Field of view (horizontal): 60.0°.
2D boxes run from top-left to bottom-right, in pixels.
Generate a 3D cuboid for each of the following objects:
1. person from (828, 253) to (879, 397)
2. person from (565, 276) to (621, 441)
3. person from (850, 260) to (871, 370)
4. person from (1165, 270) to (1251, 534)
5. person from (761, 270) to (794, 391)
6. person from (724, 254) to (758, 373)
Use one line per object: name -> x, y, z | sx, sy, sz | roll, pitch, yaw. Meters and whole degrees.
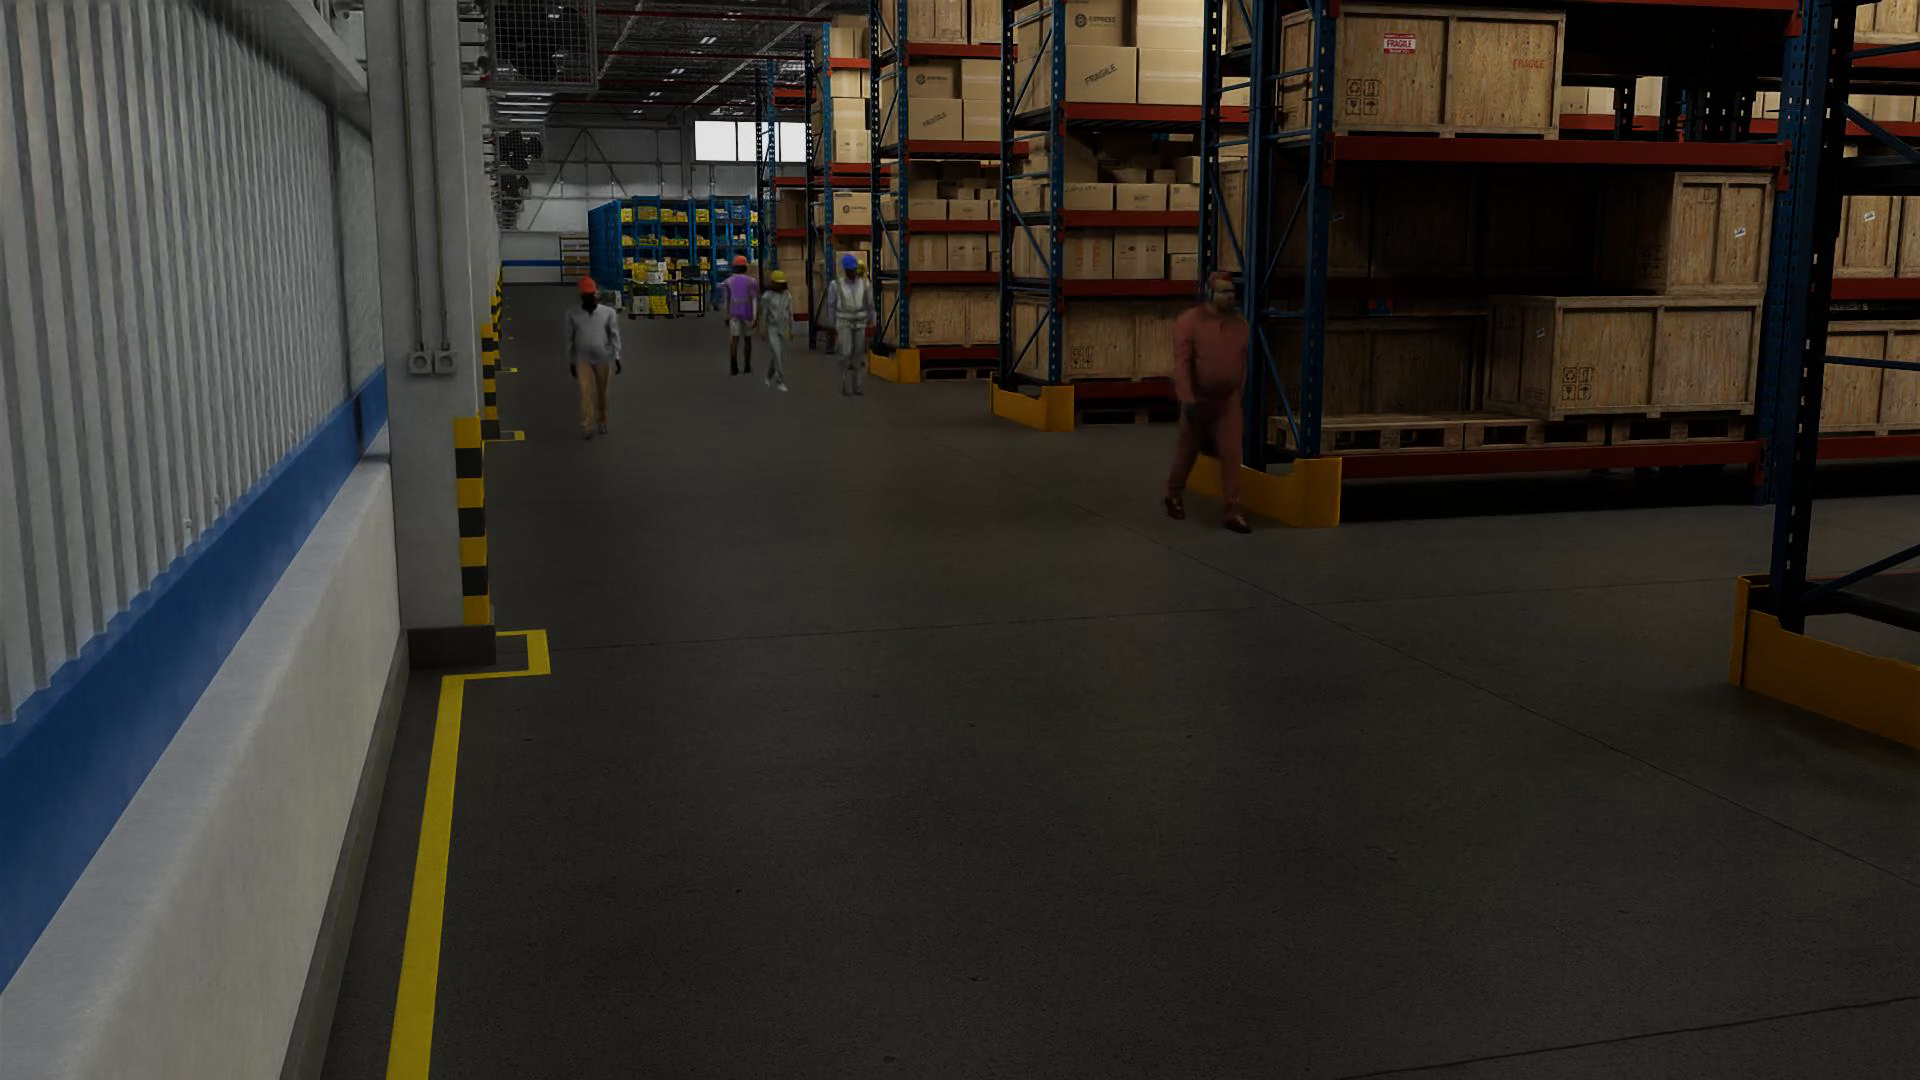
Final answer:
person -> -1.434, -2.904, 22.494 | 0.644, 1.937, 0.535 | -4, 11, -23
person -> -3.883, -1.934, 17.635 | 0.566, 1.718, 0.859 | -2, 10, -12
person -> -1.668, -3.689, 27.353 | 0.604, 1.782, 0.832 | 9, 14, 42
person -> 1.801, -1.023, 12.061 | 0.643, 1.861, 0.980 | -3, 10, -16
person -> -2.605, -2.966, 23.513 | 0.487, 1.708, 0.750 | -7, 12, -33
person -> -3.484, -3.571, 26.374 | 0.551, 1.911, 0.805 | 0, 10, 1
